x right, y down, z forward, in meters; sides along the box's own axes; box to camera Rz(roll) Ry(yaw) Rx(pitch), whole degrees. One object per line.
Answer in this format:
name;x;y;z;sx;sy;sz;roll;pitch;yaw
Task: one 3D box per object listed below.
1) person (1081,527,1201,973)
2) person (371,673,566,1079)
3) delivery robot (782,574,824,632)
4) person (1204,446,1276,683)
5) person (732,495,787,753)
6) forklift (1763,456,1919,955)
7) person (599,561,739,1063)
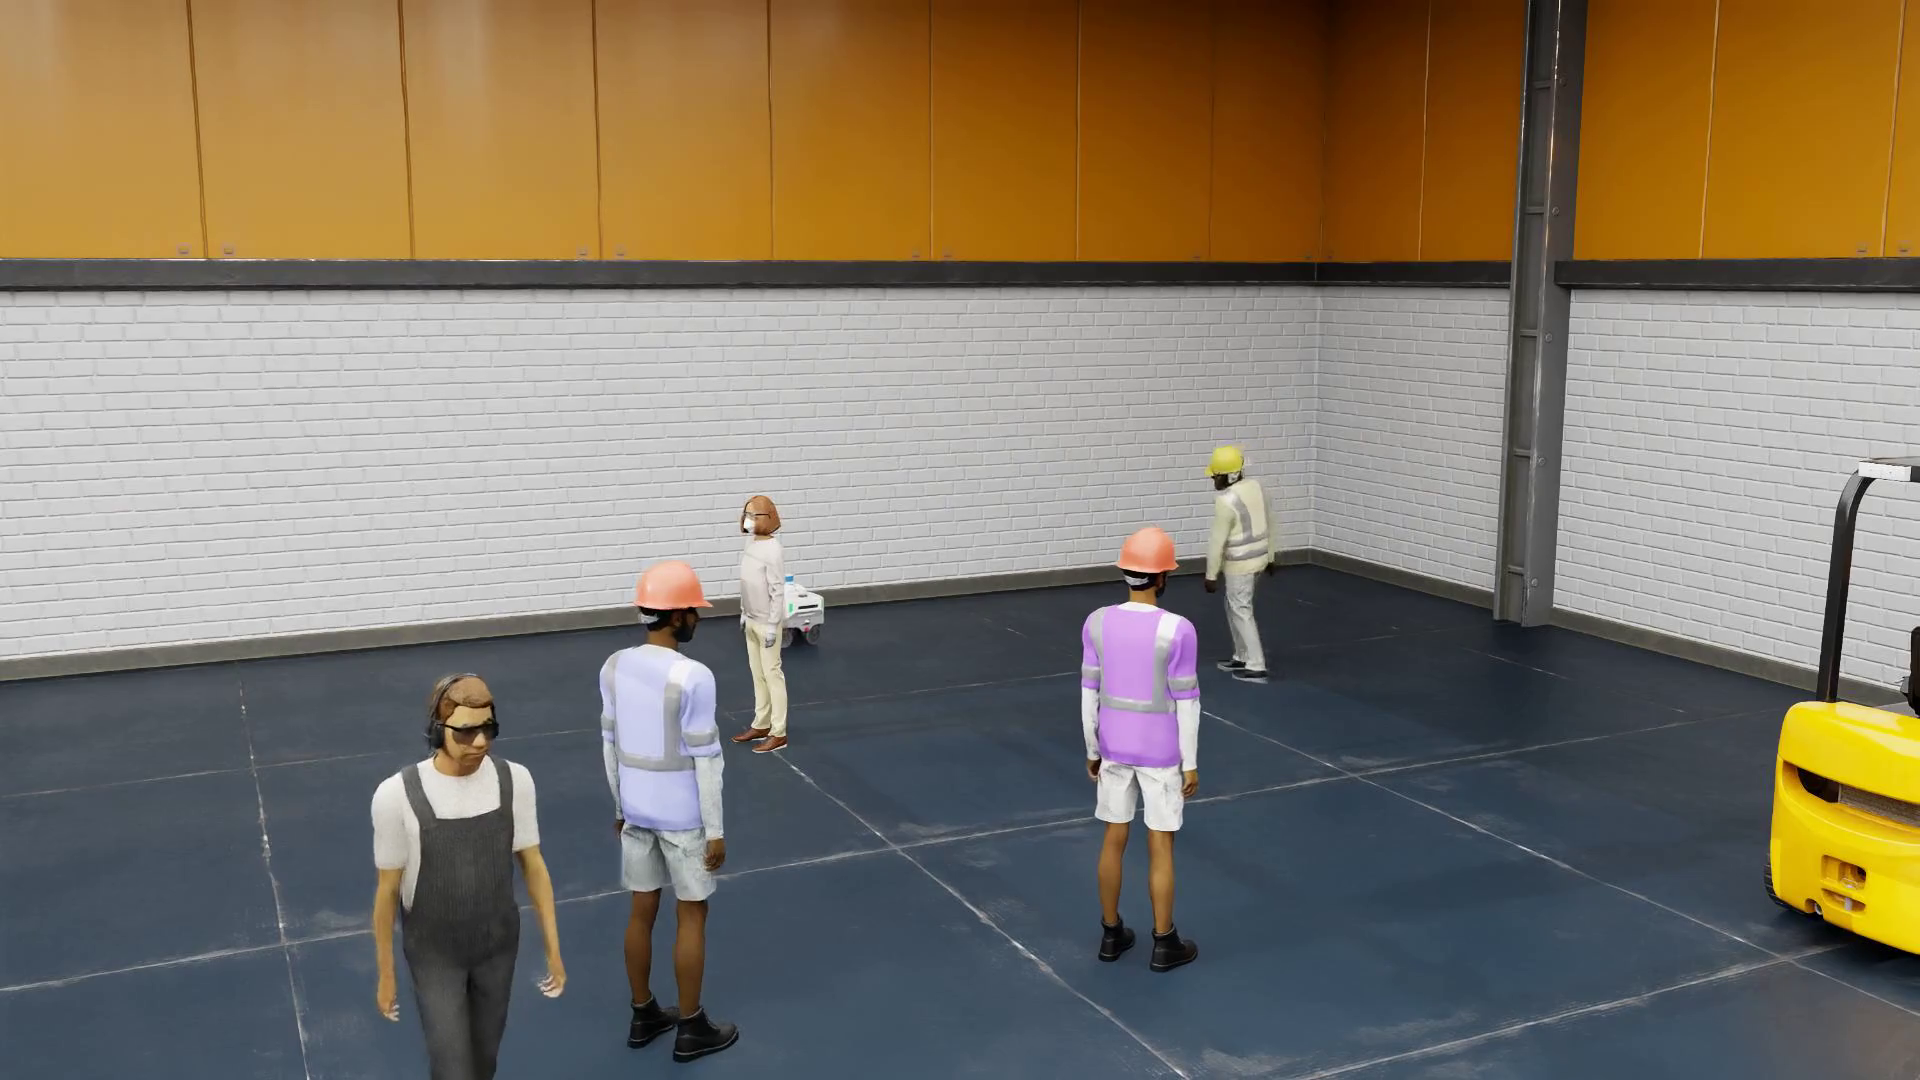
person;0.798;0.907;7.258;0.544;1.939;0.372;6;11;33
person;-1.487;1.308;5.149;0.536;1.809;0.792;-8;12;-40
delivery robot;-1.411;0.520;13.650;0.477;0.478;0.707;-6;11;-33
person;2.034;0.179;12.272;0.541;1.774;0.658;6;11;34
person;-1.268;0.523;10.573;0.280;1.636;0.500;-5;11;-30
forklift;4.857;0.731;7.561;2.313;2.155;1.214;-4;10;-25
person;-1.122;1.040;6.460;0.562;1.934;0.380;6;11;31
